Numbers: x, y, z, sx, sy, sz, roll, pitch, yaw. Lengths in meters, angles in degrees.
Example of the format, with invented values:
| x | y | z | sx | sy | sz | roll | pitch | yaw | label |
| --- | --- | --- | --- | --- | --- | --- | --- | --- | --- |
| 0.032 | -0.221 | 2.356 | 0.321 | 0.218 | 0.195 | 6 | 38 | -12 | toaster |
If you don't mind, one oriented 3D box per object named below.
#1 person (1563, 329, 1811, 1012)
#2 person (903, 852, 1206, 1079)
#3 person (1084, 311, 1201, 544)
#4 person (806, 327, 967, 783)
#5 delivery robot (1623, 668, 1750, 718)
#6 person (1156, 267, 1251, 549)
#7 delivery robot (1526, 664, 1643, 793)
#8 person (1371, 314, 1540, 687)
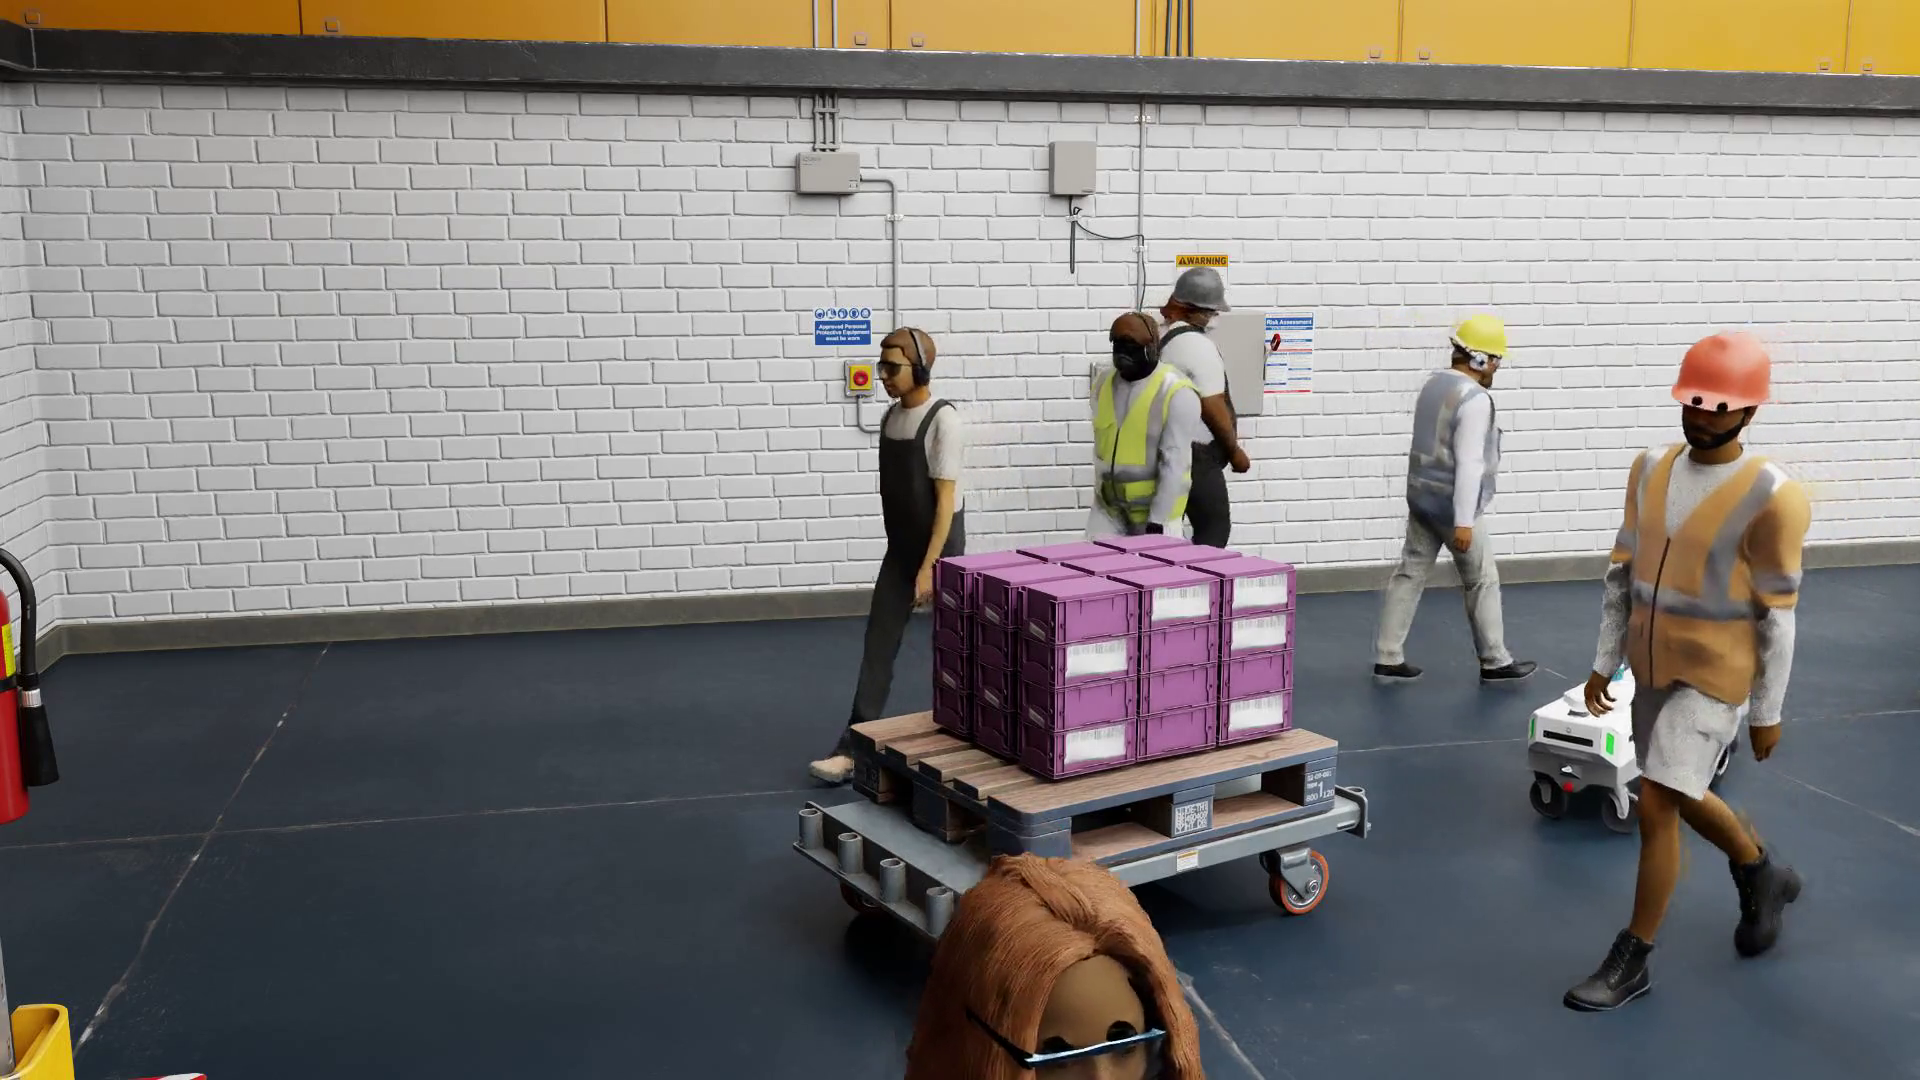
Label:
| x | y | z | sx | sy | sz | roll | pitch | yaw | label |
| --- | --- | --- | --- | --- | --- | --- | --- | --- | --- |
| 2.125 | 0.355 | 4.677 | 0.890 | 1.908 | 0.553 | -4 | 11 | -22 | person |
| 0.090 | 1.059 | 1.504 | 0.531 | 1.619 | 0.341 | -3 | 11 | -18 | person |
| 0.811 | -0.145 | 7.671 | 0.626 | 1.809 | 0.681 | 9 | 13 | 40 | person |
| -0.166 | 0.059 | 6.599 | 0.962 | 1.800 | 0.524 | -9 | 14 | -42 | person |
| 2.934 | 0.603 | 6.748 | 0.477 | 0.478 | 0.707 | 9 | 14 | 42 | delivery robot |
| 1.196 | -0.469 | 8.832 | 0.537 | 2.000 | 0.703 | -4 | 11 | -19 | person |
| 2.418 | 0.697 | 6.229 | 0.477 | 0.478 | 0.707 | 9 | 14 | 42 | delivery robot |
| 2.391 | -0.170 | 7.875 | 0.874 | 1.774 | 0.696 | -2 | 10 | -10 | person |
